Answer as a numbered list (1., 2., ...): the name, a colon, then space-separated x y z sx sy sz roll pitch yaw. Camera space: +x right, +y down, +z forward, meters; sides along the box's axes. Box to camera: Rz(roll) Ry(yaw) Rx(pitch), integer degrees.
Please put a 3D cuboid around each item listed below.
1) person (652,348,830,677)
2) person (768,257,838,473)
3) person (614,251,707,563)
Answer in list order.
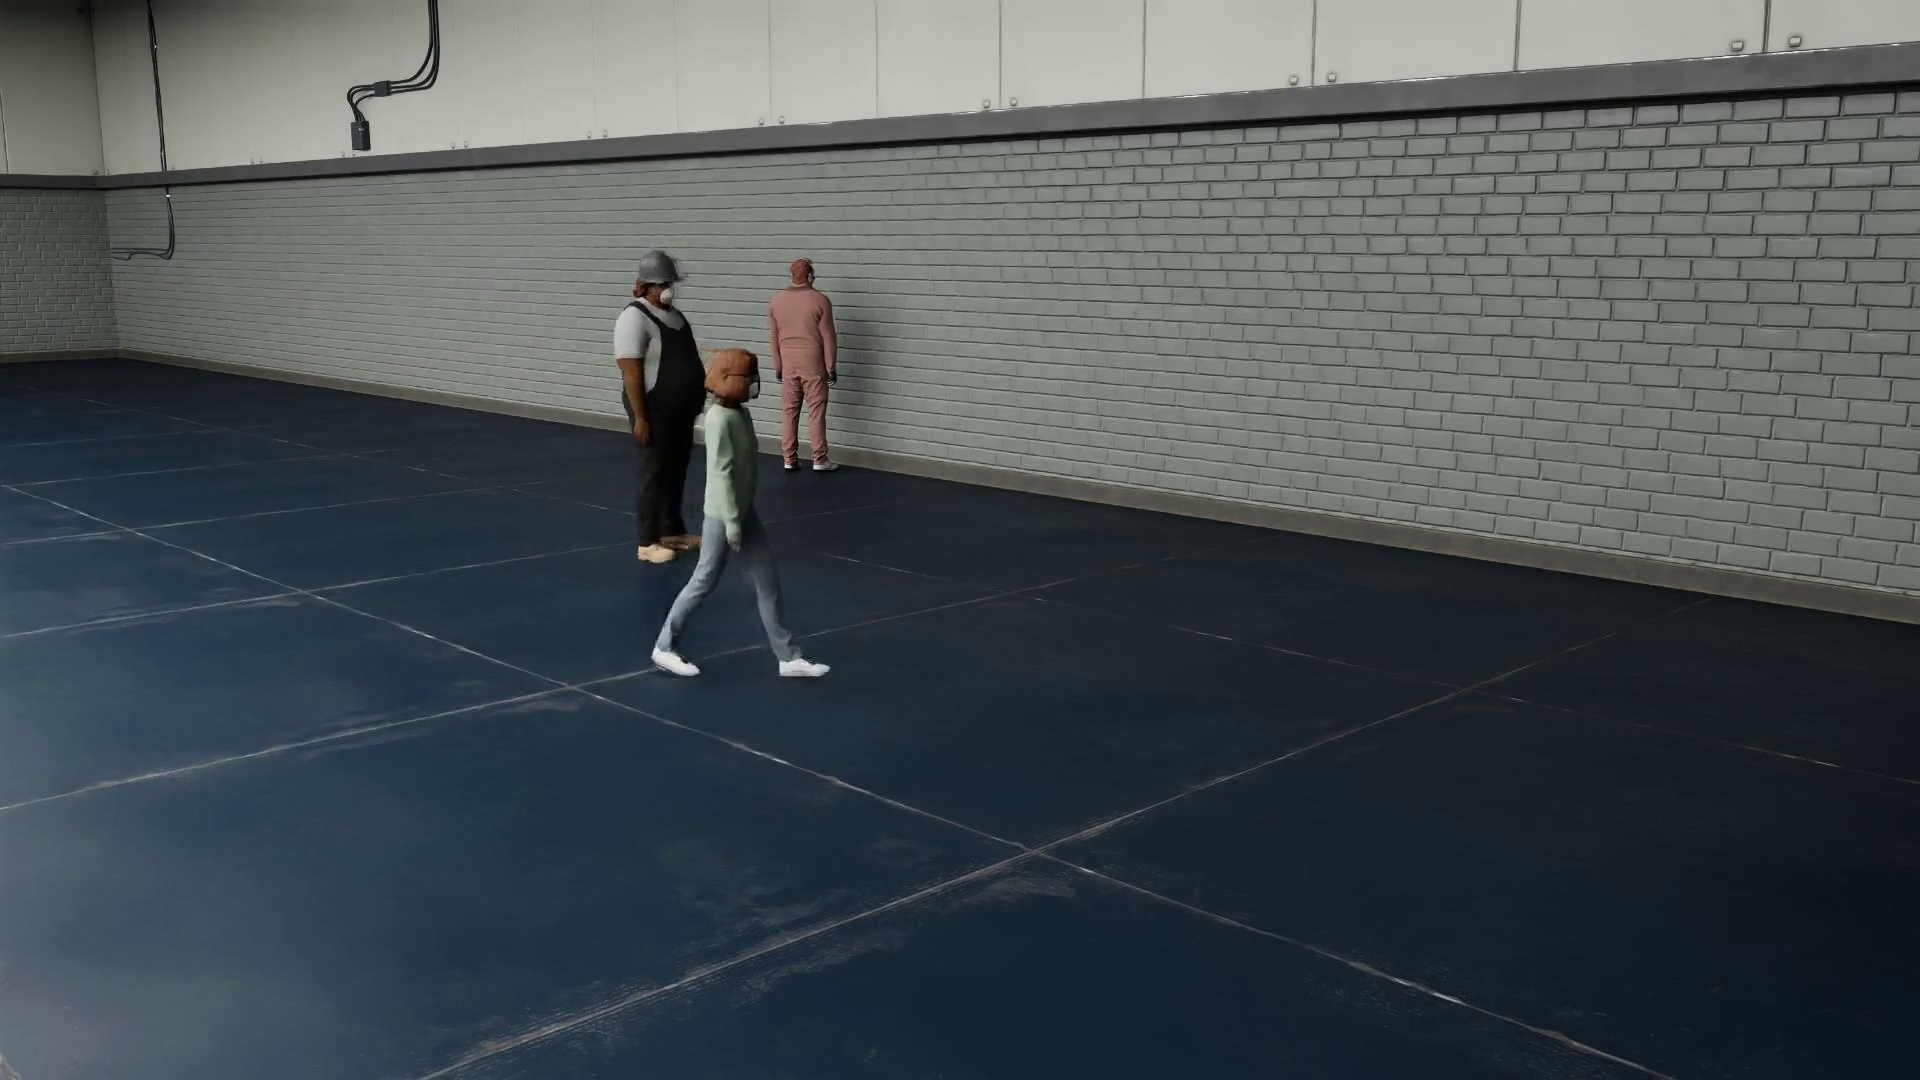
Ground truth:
1. person: -1.098 -0.119 7.912 0.866 1.588 0.518 2 11 11
2. person: -1.381 -1.563 14.908 0.641 1.913 0.408 4 11 21
3. person: -1.902 -0.880 10.944 0.535 2.000 0.802 3 11 18
